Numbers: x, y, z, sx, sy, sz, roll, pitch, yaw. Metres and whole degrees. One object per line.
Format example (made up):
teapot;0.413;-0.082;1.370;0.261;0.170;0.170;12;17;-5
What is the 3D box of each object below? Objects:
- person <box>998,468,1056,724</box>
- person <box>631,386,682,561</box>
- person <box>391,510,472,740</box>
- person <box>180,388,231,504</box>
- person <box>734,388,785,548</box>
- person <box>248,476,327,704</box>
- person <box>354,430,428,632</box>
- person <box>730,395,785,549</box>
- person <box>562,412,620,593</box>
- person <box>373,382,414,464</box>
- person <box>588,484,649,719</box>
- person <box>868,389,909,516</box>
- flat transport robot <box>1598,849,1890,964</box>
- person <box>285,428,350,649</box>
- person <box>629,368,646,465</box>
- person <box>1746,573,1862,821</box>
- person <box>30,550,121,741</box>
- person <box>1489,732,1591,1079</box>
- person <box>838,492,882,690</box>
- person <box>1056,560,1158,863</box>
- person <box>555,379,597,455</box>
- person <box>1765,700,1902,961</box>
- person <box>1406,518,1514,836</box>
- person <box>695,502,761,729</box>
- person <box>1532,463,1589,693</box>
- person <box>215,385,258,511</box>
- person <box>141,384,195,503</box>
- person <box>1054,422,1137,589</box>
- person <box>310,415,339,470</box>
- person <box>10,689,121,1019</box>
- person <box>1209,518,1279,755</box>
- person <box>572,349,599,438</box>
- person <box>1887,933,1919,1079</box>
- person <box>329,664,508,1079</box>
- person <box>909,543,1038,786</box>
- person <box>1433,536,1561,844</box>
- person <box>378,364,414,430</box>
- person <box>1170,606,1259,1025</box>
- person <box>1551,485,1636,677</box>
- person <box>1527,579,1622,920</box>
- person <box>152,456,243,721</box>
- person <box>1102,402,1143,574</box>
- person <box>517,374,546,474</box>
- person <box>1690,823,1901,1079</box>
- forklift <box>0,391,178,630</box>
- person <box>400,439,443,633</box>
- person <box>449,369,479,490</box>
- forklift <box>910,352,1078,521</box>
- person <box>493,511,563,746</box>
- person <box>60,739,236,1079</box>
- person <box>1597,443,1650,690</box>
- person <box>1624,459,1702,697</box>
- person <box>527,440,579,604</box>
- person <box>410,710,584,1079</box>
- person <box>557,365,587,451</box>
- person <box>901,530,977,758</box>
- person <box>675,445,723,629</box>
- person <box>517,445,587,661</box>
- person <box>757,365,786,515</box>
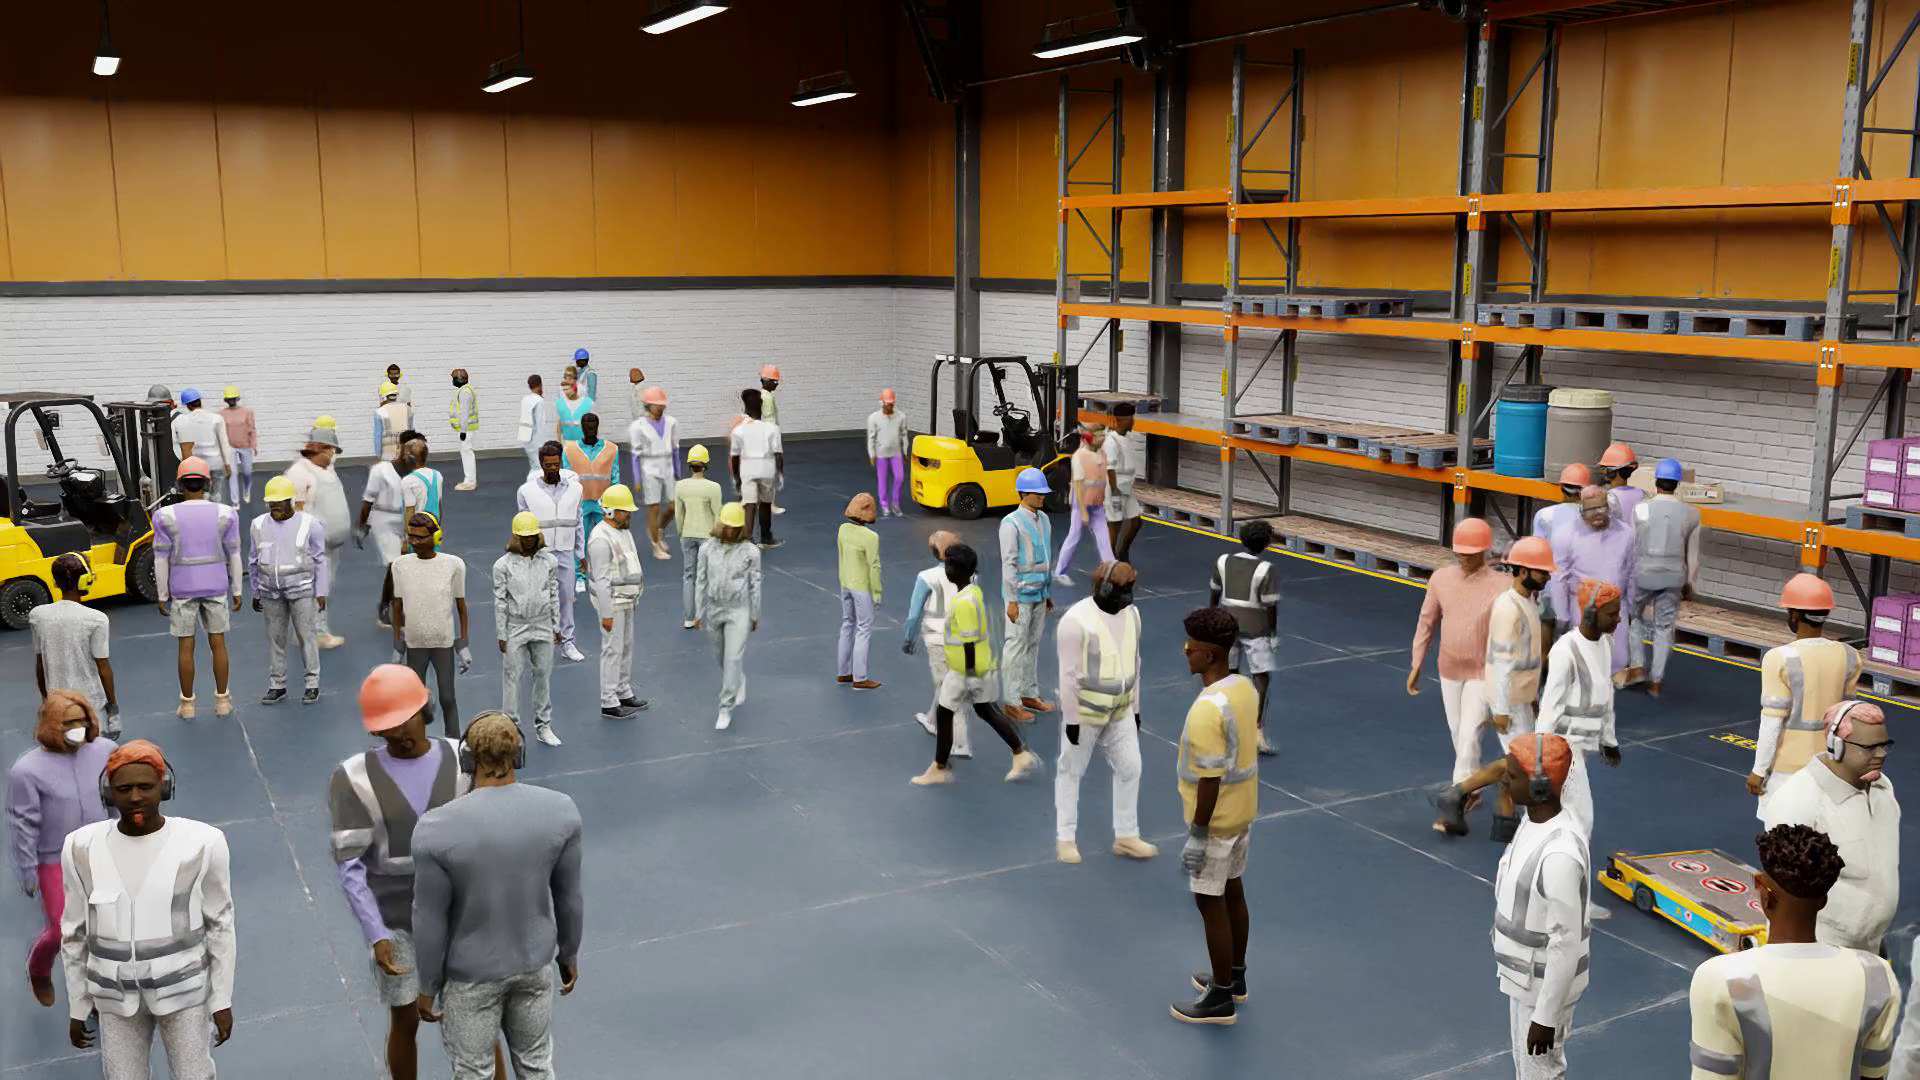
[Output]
person;0.522;0.412;12.757;0.387;1.949;0.602;6;12;31
person;-3.507;-0.770;19.312;0.630;2.033;0.447;-8;13;-39
person;-3.568;0.725;11.214;0.520;1.861;0.332;-1;10;-8
person;-9.367;-0.922;20.567;0.628;1.894;0.778;-7;12;-34
person;-2.421;-0.863;20.077;0.695;1.948;0.641;-5;11;-26
person;-5.328;0.399;13.172;0.603;1.828;0.404;0;10;-1
person;-5.290;-0.085;15.729;0.862;1.907;0.690;6;12;32
person;-2.395;-0.763;19.708;0.646;1.896;1.023;-1;10;-3
person;-3.880;-0.399;17.558;0.587;1.910;0.397;-3;10;-18
person;-7.721;-1.244;22.664;0.404;1.824;0.586;8;13;40
person;-2.639;0.470;12.798;0.403;1.818;0.606;1;10;6
person;-0.950;-1.176;22.491;0.597;1.731;0.553;-3;10;-17
flat transport robot;4.089;1.942;8.776;0.652;0.197;1.431;-2;10;-14
person;-5.775;-0.053;15.169;0.676;2.000;0.741;2;10;12
person;-5.424;-2.071;27.955;0.275;1.632;0.507;-3;10;-19
person;4.345;1.132;8.650;0.552;1.933;0.373;-2;10;-13
person;-5.141;0.986;9.712;0.505;1.864;0.331;2;10;9
person;2.099;1.609;6.049;0.337;1.882;0.584;2;10;11
person;-0.828;0.416;13.673;0.288;1.624;0.505;-9;13;-41
person;0.833;1.010;9.723;0.625;1.817;0.572;-7;12;-36
person;-5.432;-1.389;23.586;0.589;1.808;0.635;0;10;0
person;3.358;1.540;6.385;0.649;1.906;0.401;-6;11;-29
person;3.137;0.823;10.378;0.626;1.951;0.879;9;14;43
person;-1.755;0.527;12.766;0.505;1.706;0.786;1;10;7
person;4.875;0.327;13.325;0.568;1.921;0.607;5;11;24
person;-10.131;-1.317;23.301;0.523;1.741;0.765;-4;11;-24
person;-9.412;-0.838;19.687;0.680;2.000;0.535;3;10;19
person;1.393;-0.355;17.611;0.966;1.790;0.573;9;14;43
person;-7.302;-0.568;19.035;0.437;1.732;0.509;-4;11;-22
person;-4.122;1.459;7.693;0.449;1.618;0.499;7;12;34
person;2.008;0.676;11.994;0.700;1.691;0.522;8;12;38
person;-6.385;-2.295;28.376;0.412;1.938;0.610;-6;12;-33
person;3.175;1.794;4.965;0.612;1.889;0.824;-3;10;-15
person;-2.054;1.473;6.440;0.646;2.022;0.581;-6;12;-31
person;0.119;0.840;11.153;0.825;1.665;0.537;1;10;8
person;3.265;0.913;9.984;0.577;1.917;0.547;5;11;29
person;-8.724;-1.793;25.718;0.509;1.860;0.334;-3;10;-15
person;1.194;1.271;7.759;0.362;1.962;0.622;5;11;27
person;4.716;0.506;12.413;0.653;1.883;0.514;-1;10;-5
person;3.296;1.105;9.116;0.685;1.855;0.590;8;13;39
person;-5.835;0.373;12.771;0.608;2.029;0.407;-6;12;-31
person;1.805;-0.543;18.257;0.497;1.943;0.621;6;11;30
person;-5.938;-1.363;23.205;0.401;1.871;0.730;-6;12;-31
person;2.372;1.776;4.849;0.613;1.965;0.361;-1;10;-5
forklift;-9.026;-0.363;16.508;1.214;2.155;2.313;6;11;29
person;-5.049;-0.030;15.596;0.345;1.847;0.508;4;11;20
person;-7.481;-1.671;25.103;0.429;1.831;0.635;-2;10;-13
forklift;0.460;-1.461;22.833;2.313;2.155;1.214;-5;11;-28
person;-3.091;0.653;11.958;0.489;1.743;0.323;-7;12;-35
person;-2.876;1.632;5.919;0.575;1.885;0.355;-2;10;-9
person;5.290;0.236;13.501;0.606;2.044;0.374;-6;12;-32
person;5.632;0.302;13.453;0.626;1.923;0.467;1;10;8
person;-4.099;-0.163;16.835;0.535;1.686;0.349;-3;10;-16
person;-1.690;1.575;6.136;0.641;1.927;0.386;-7;12;-35
person;-6.026;-1.822;25.990;0.515;1.820;0.551;2;10;11
person;-0.153;0.726;11.970;0.517;1.596;0.838;-8;13;-39
person;-2.452;-0.020;15.759;0.525;1.772;0.301;4;11;22
person;-3.552;0.123;14.507;0.594;1.919;0.387;-7;12;-34
person;-2.608;-1.365;22.740;0.392;2.034;0.605;-4;11;-21
